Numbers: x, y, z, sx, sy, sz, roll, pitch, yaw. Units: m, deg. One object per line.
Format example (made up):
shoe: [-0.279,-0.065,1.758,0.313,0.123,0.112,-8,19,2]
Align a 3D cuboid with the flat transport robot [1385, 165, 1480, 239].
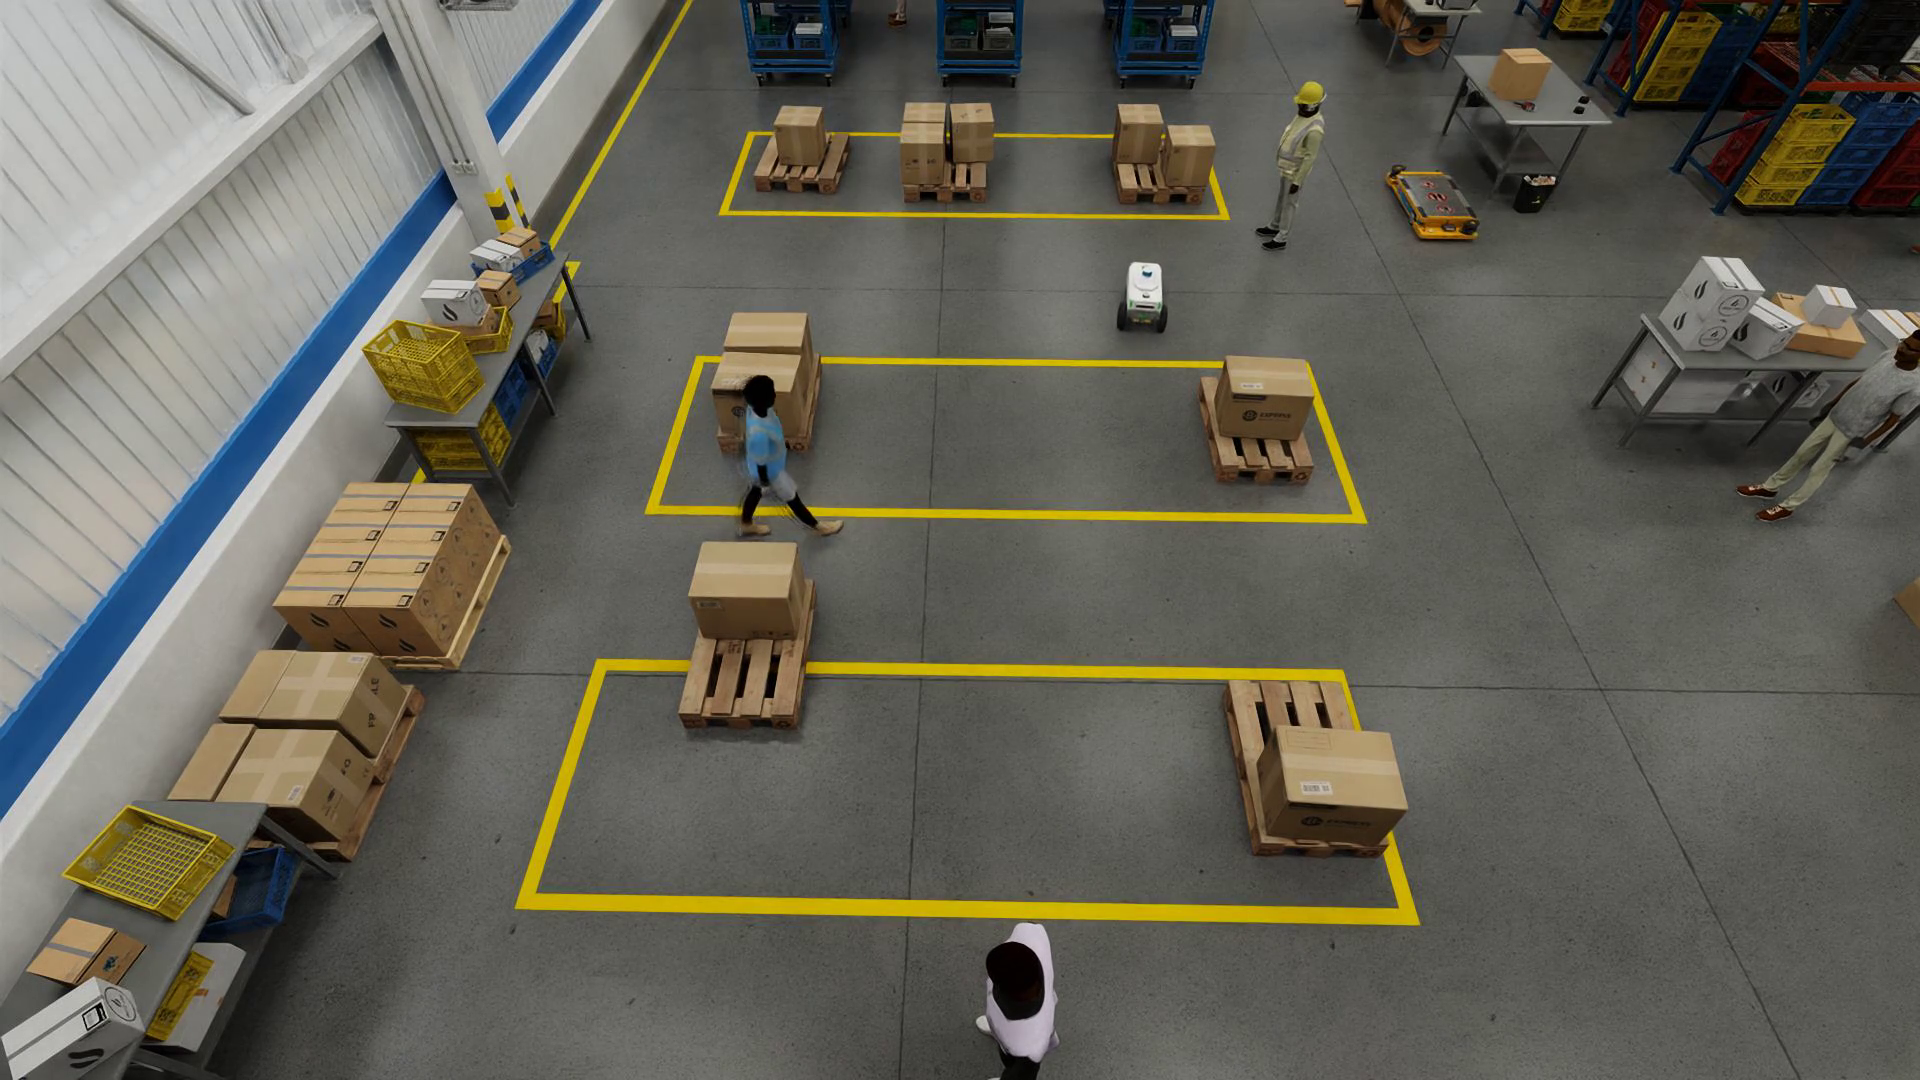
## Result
flat transport robot: [5.692,-4.094,11.059,0.652,0.197,1.431,1,49,1]

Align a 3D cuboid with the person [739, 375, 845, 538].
person: [-1.444,-0.604,7.129,0.887,1.643,0.538,-9,50,-8]

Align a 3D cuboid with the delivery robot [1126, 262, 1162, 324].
delivery robot: [1.918,-2.602,9.521,0.477,0.478,0.707,6,49,5]

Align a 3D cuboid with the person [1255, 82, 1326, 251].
person: [3.633,-4.062,10.012,0.403,1.822,0.588,1,49,1]

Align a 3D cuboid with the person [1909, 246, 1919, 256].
person: [11.092,-3.787,9.703,0.371,1.934,0.627,1,49,1]

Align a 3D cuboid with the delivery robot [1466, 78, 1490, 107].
delivery robot: [7.380,-6.409,12.817,0.477,0.478,0.707,1,49,1]

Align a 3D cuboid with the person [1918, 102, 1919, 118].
person: [12.345,-5.654,11.386,0.976,1.827,0.590,6,49,5]

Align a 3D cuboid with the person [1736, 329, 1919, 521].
person: [6.967,-0.887,7.234,0.328,1.871,0.521,1,49,1]

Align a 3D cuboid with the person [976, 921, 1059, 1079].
person: [0.280,2.318,4.431,0.391,1.913,0.587,1,49,1]

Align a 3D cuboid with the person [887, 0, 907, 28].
person: [-1.023,-9.107,14.273,0.393,1.985,0.611,1,49,1]
